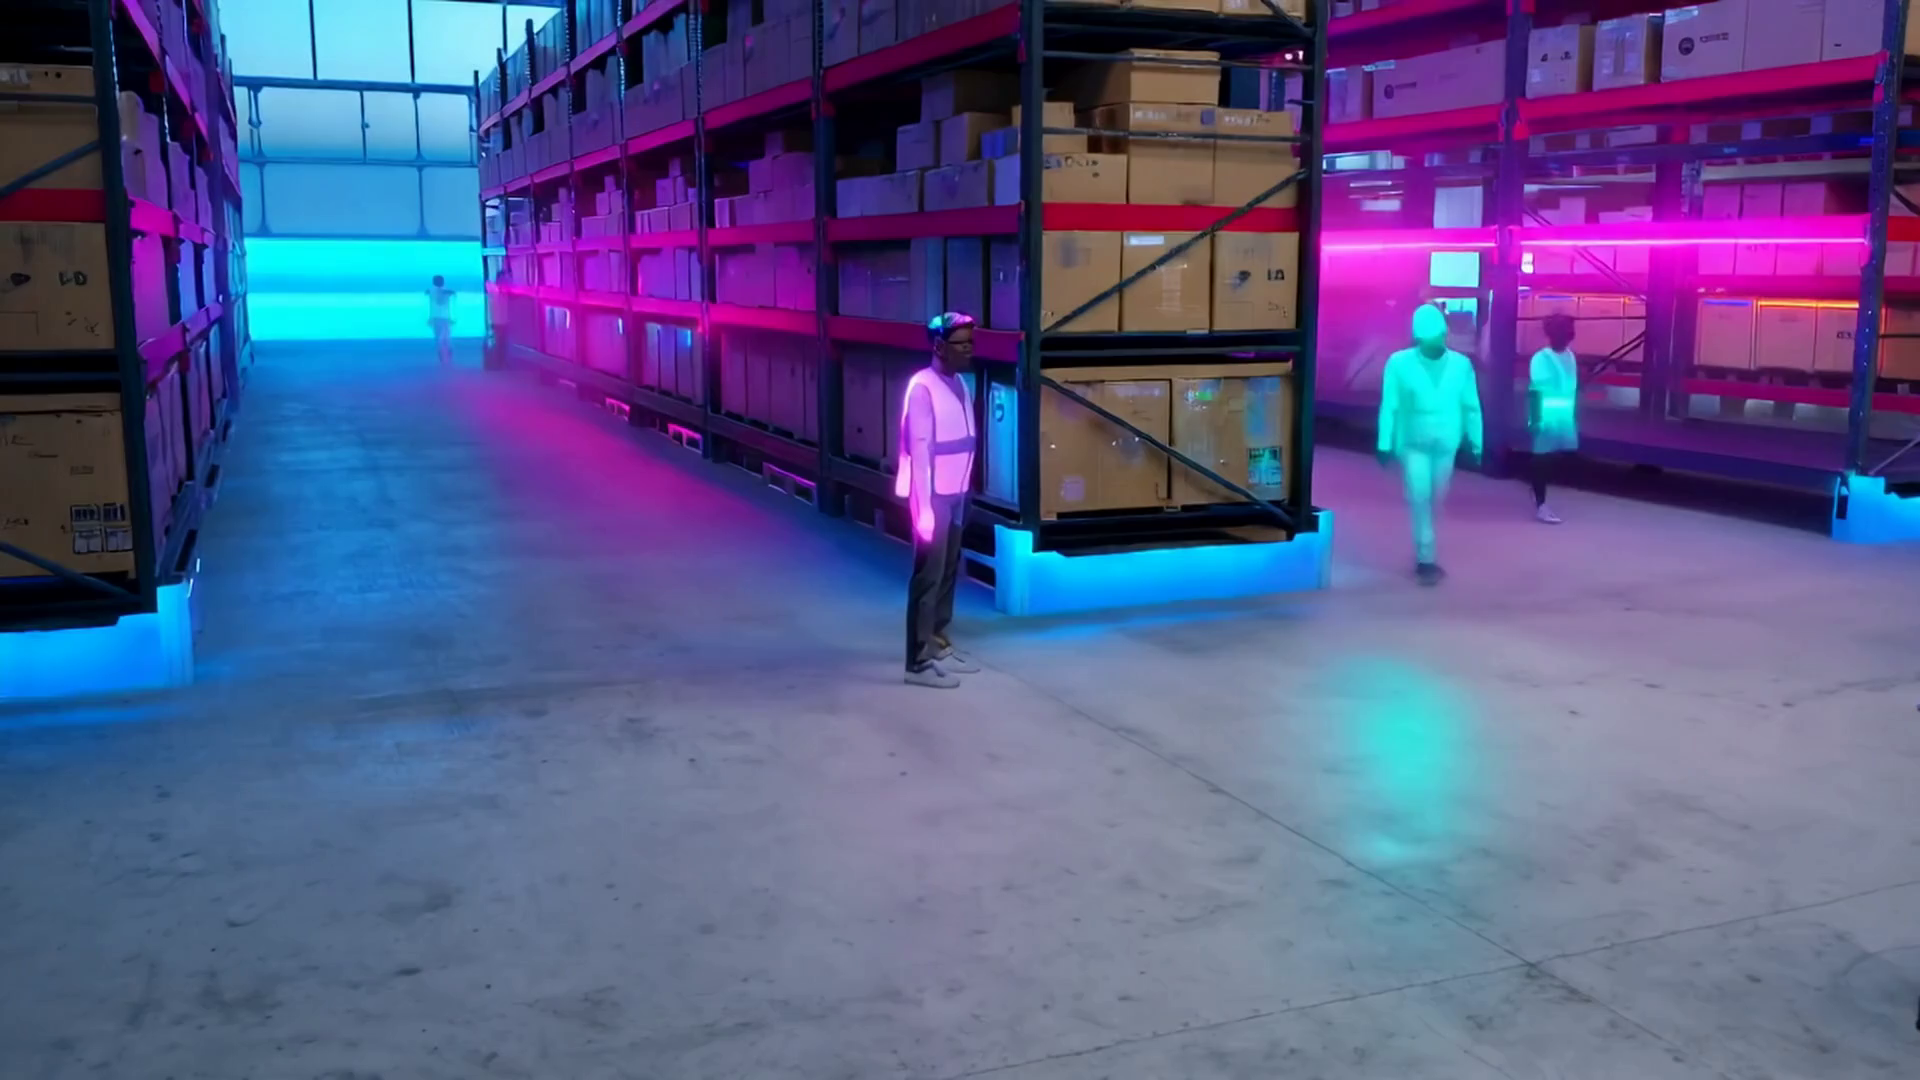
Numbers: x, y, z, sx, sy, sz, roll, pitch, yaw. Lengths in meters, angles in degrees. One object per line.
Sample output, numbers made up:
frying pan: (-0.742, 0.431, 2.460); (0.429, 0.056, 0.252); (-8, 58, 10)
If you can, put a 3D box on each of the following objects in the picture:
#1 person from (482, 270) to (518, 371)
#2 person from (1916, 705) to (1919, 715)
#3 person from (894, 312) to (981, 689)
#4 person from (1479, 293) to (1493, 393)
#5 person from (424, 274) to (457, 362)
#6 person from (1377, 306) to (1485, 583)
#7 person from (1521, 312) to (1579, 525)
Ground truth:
person: (-8.683, -4.187, 31.801); (0.875, 1.928, 0.680); (-3, 10, -16)
person: (4.650, -0.118, 7.521); (0.642, 1.900, 0.400); (-9, 13, -43)
person: (-0.115, -0.200, 8.187); (0.383, 1.836, 0.564); (3, 10, 19)
person: (6.880, -2.327, 21.177); (0.534, 1.745, 0.583); (-5, 11, -28)
person: (-10.836, -4.616, 34.681); (0.629, 1.826, 0.502); (-4, 10, -24)
person: (3.086, -0.617, 10.824); (0.675, 1.785, 0.673); (0, 9, 0)
person: (4.679, -0.966, 13.226); (0.536, 1.688, 0.421); (-6, 11, -34)
